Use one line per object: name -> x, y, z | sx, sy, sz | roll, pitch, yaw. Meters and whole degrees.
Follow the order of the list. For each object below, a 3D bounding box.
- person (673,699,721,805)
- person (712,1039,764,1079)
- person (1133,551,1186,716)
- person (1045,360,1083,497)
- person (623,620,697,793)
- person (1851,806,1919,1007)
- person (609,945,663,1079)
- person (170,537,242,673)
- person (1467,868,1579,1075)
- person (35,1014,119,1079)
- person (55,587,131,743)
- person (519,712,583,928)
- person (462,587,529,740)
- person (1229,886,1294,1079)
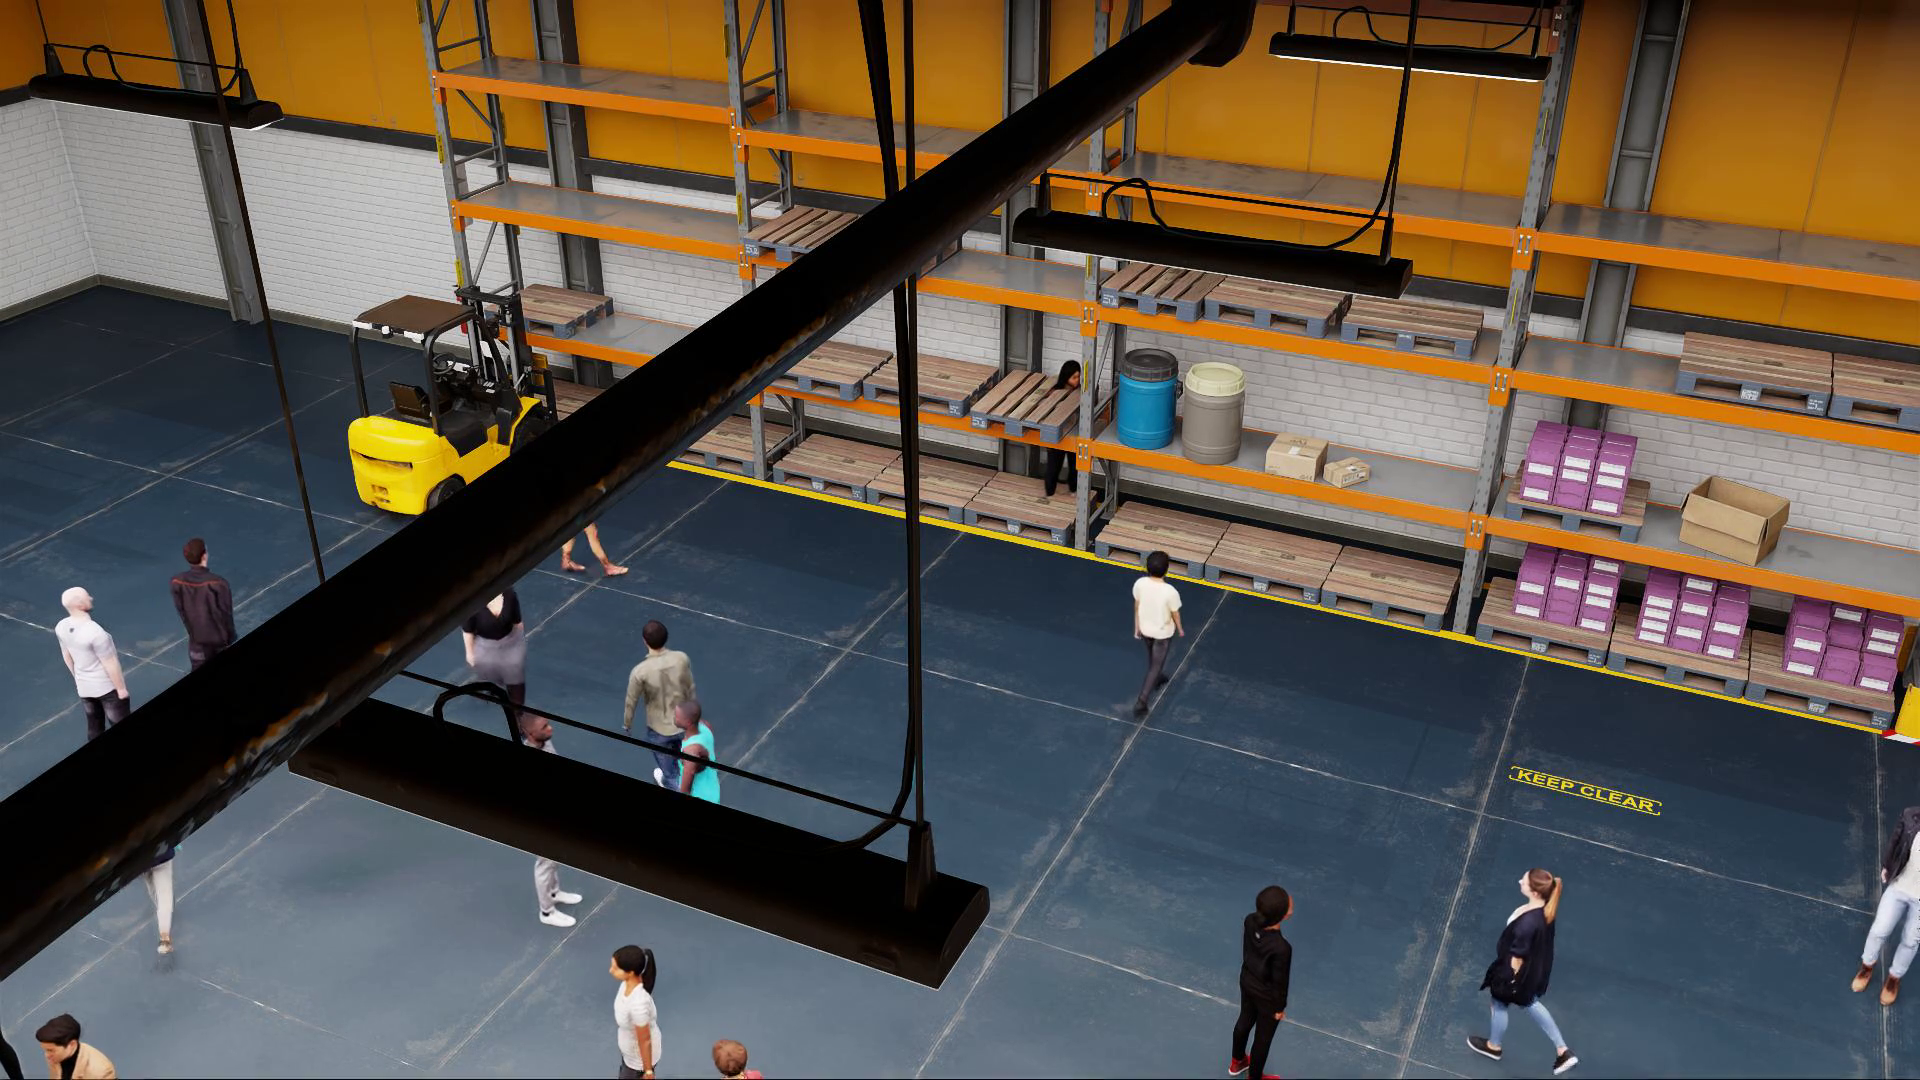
person -> -1.853, 1.971, 12.564 | 0.907, 1.799, 0.799 | 0, 29, 0
person -> -1.280, 3.603, 9.991 | 0.883, 1.398, 0.978 | -11, 31, -20
person -> 1.727, 0.867, 14.846 | 0.960, 1.551, 0.797 | 20, 34, 32
person -> 1.169, -1.142, 18.255 | 0.776, 1.813, 0.831 | -11, 30, -19
person -> -2.296, 1.540, 13.319 | 1.018, 1.831, 1.177 | -23, 36, -36
person -> 6.752, 2.430, 11.690 | 0.625, 1.830, 0.793 | 22, 36, 35
person -> -1.933, 3.194, 10.486 | 0.796, 1.641, 0.738 | -8, 30, -14
person -> -6.529, 0.904, 14.442 | 1.253, 1.874, 1.119 | -1, 29, -2
person -> 3.822, 2.887, 11.025 | 0.830, 1.665, 1.043 | -25, 38, -38
person -> -5.123, 3.466, 9.899 | 0.537, 1.726, 0.698 | 12, 31, 21
person -> -7.201, 1.205, 13.928 | 0.527, 1.837, 0.732 | 10, 30, 18
person -> -3.100, 2.042, 12.394 | 0.703, 1.837, 0.759 | 1, 29, 1
person -> -4.067, 0.926, 14.548 | 0.975, 1.734, 1.083 | -18, 33, -29
person -> 1.980, 2.941, 10.913 | 0.731, 1.677, 0.650 | -14, 31, -23
